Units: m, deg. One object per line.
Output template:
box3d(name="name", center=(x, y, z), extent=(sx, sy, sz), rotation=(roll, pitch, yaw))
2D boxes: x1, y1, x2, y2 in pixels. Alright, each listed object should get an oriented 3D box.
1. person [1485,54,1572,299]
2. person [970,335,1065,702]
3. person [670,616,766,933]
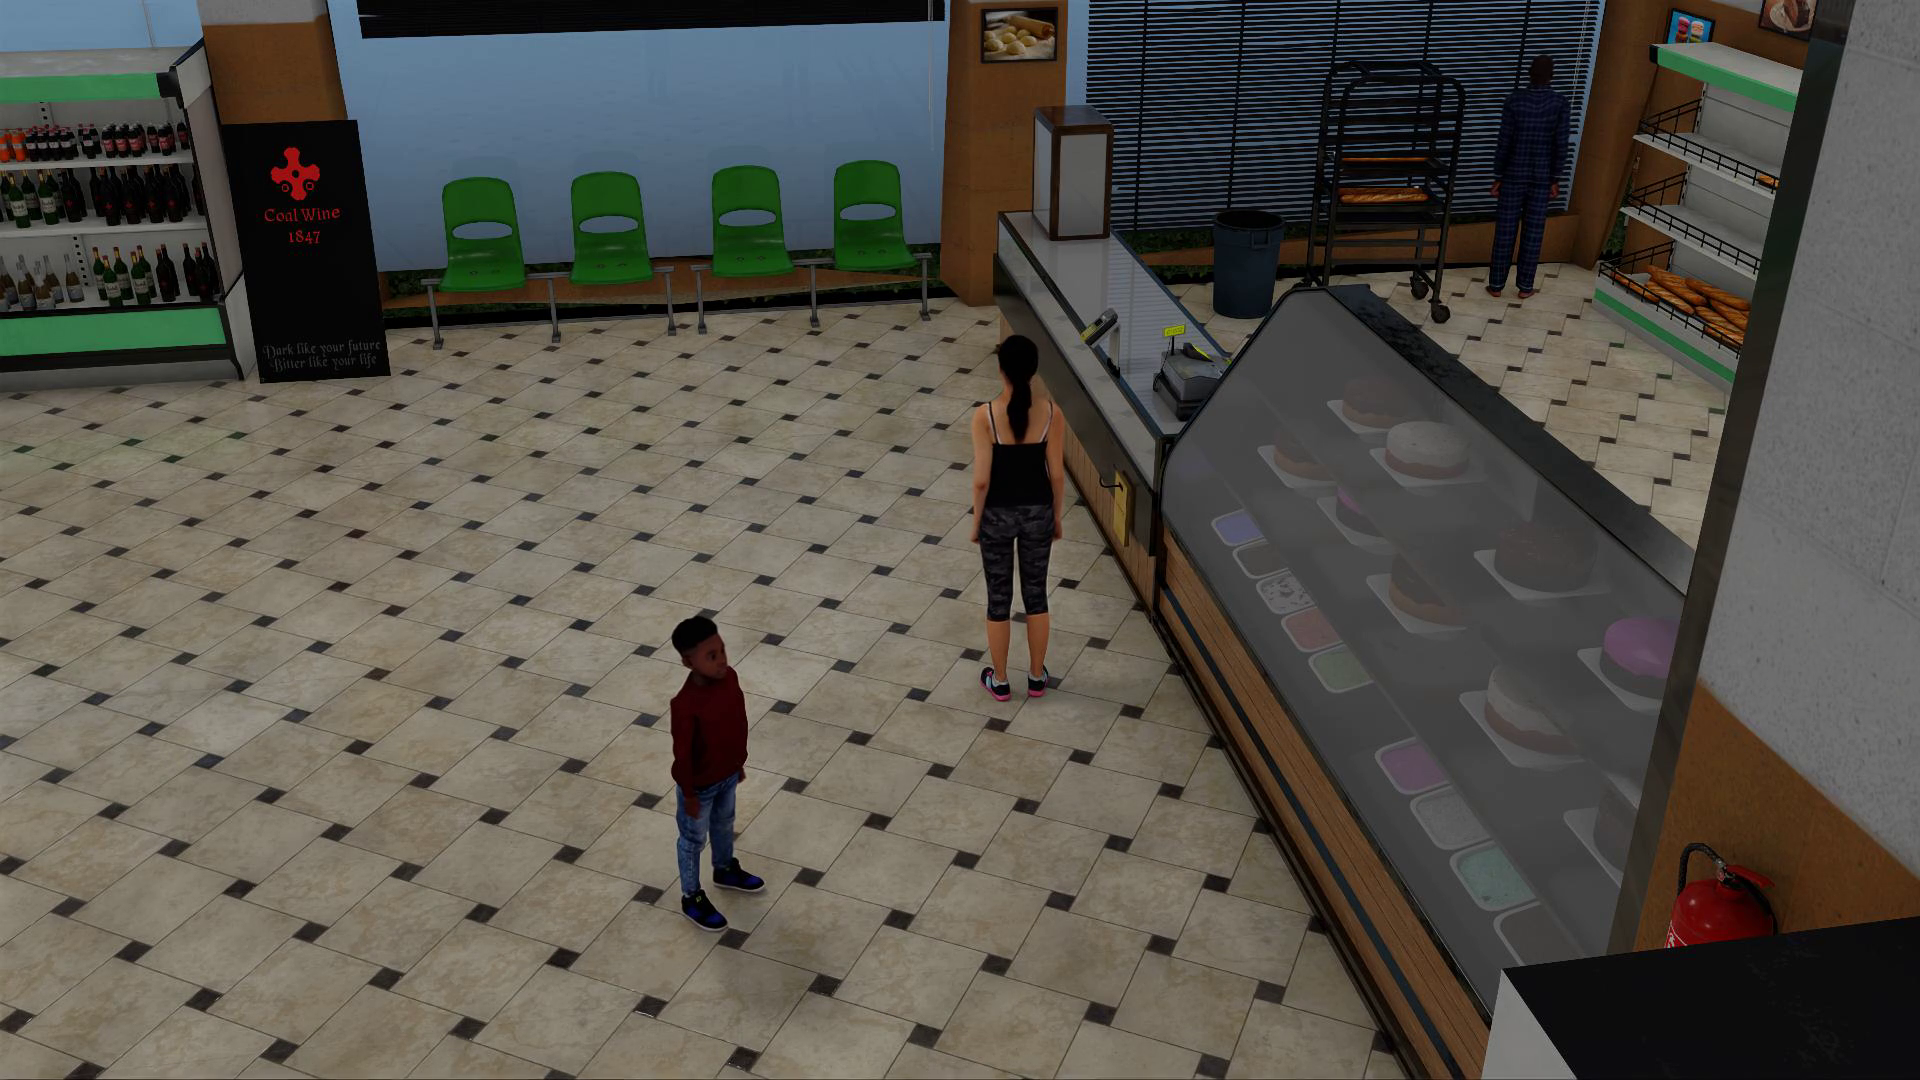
box3d(name="person", center=(4.256, -2.727, 12.506), extent=(0.706, 1.824, 0.828), rotation=(8, 28, 15))
box3d(name="person", center=(0.249, -0.081, 7.394), extent=(0.472, 1.728, 0.631), rotation=(-4, 27, -7))
box3d(name="person", center=(-0.935, 0.834, 6.115), extent=(0.629, 1.253, 0.578), rotation=(15, 30, 26))
